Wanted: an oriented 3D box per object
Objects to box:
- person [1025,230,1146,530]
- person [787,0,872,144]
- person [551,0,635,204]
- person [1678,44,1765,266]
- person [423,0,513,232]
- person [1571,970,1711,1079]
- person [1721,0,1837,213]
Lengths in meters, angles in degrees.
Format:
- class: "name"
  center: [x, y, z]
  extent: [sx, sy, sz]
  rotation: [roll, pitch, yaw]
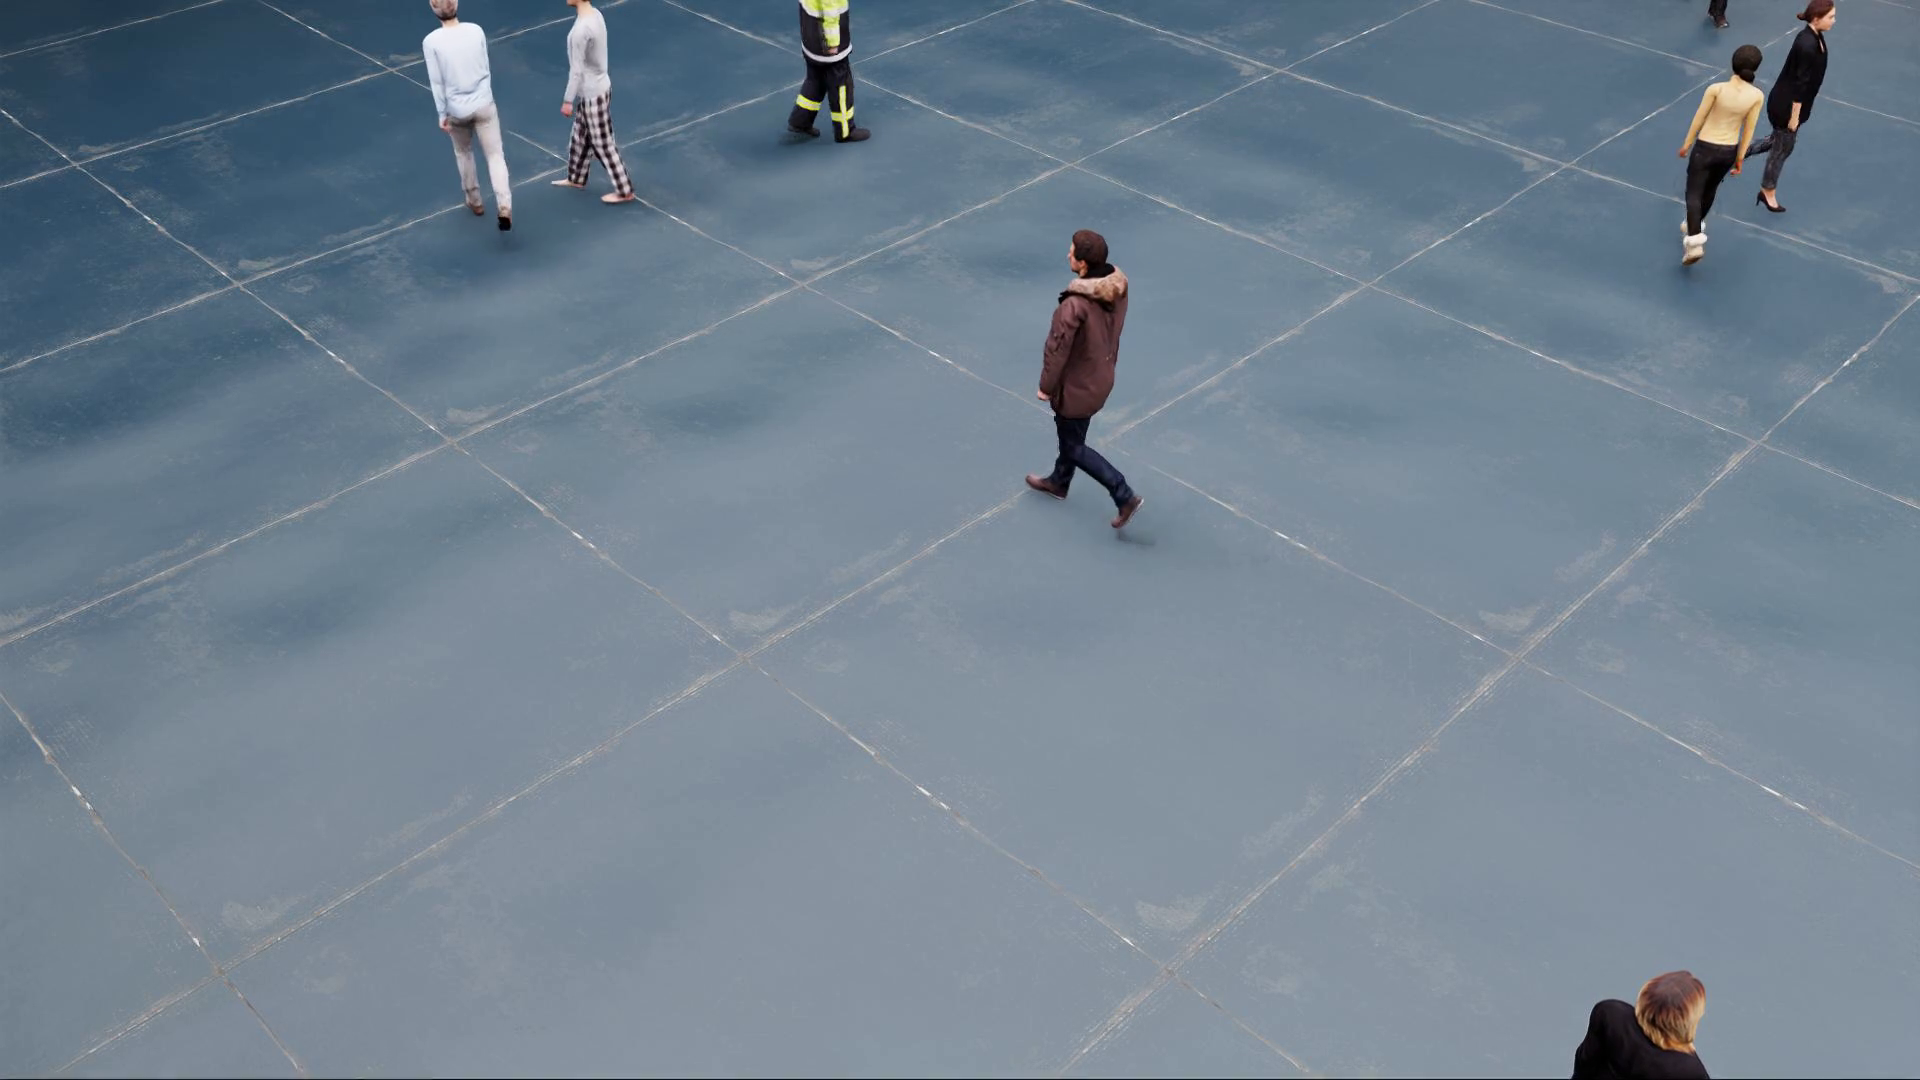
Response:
- class: "person"
  center: [0.775, -0.889, 9.629]
  extent: [0.960, 1.823, 1.106]
  rotation: [21, 42, 26]
- class: "person"
  center: [-1.191, -4.302, 13.993]
  extent: [1.067, 1.975, 0.959]
  rotation: [-16, 40, -20]
- class: "person"
  center: [-2.816, -3.507, 13.070]
  extent: [1.055, 1.826, 0.997]
  rotation: [2, 37, 3]
- class: "person"
  center: [5.605, -2.834, 12.344]
  extent: [0.999, 1.634, 1.148]
  rotation: [5, 38, 7]
- class: "person"
  center: [-3.703, -3.241, 12.693]
  extent: [1.168, 1.859, 0.984]
  rotation: [-14, 40, -18]
- class: "person"
  center: [2.306, 2.082, 5.847]
  extent: [0.565, 1.671, 0.617]
  rotation: [-26, 45, -30]
- class: "person"
  center: [6.406, -3.395, 13.026]
  extent: [0.855, 1.701, 0.901]
  rotation: [18, 41, 22]
